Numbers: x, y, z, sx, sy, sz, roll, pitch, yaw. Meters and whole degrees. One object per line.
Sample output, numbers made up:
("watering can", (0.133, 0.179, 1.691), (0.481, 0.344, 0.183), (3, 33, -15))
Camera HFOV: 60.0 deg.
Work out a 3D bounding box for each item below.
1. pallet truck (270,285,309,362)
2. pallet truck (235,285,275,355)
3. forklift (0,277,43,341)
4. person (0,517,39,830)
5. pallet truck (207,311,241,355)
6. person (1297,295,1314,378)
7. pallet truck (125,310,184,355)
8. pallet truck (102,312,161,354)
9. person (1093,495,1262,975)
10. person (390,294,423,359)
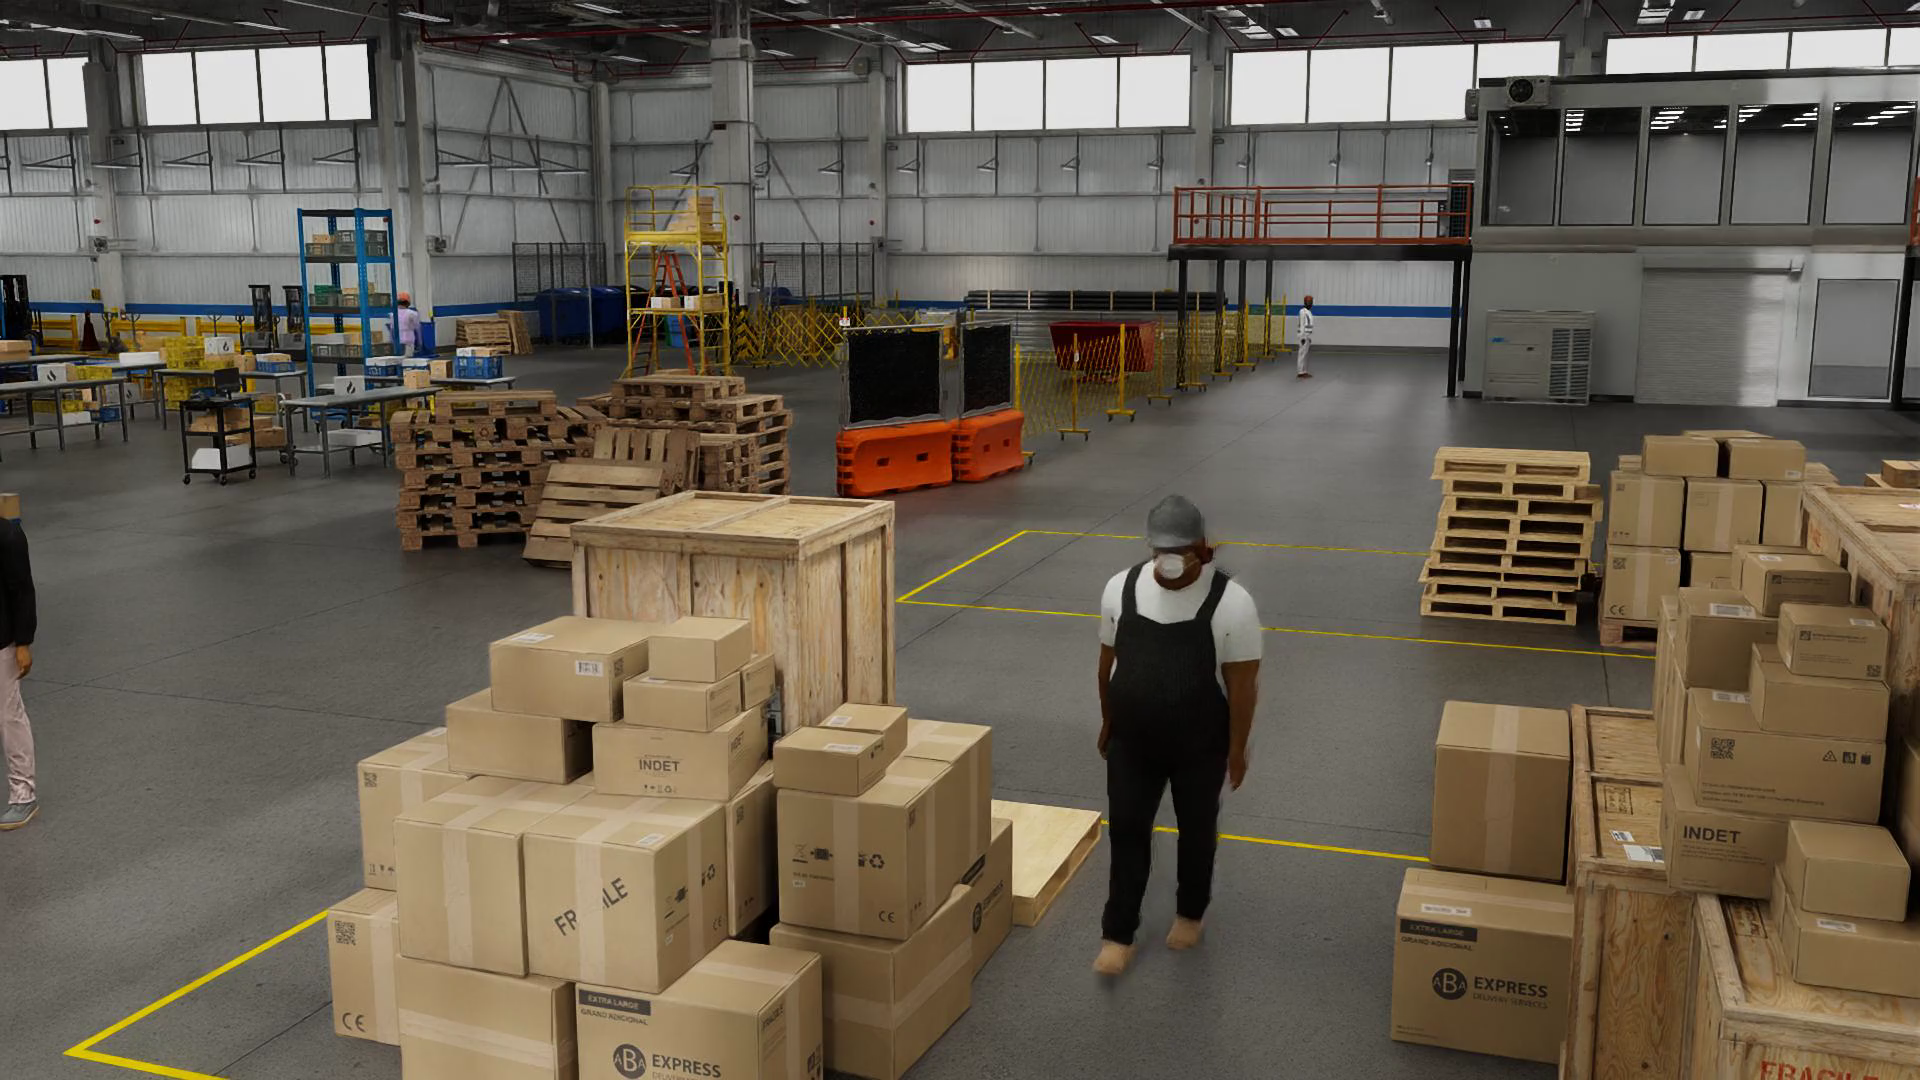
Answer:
("pallet truck", (-17.147, -5.700, 43.663), (0.823, 1.965, 1.885), (3, 11, 17))
("pallet truck", (-18.327, -5.835, 44.421), (0.823, 1.965, 1.885), (4, 11, 23))
("forklift", (-27.151, -6.329, 46.328), (1.157, 1.987, 2.680), (3, 11, 17))
("person", (-5.115, 0.521, 8.633), (0.622, 1.993, 0.382), (1, 10, 4))
("pallet truck", (-19.537, -5.575, 44.913), (0.653, 1.274, 1.630), (3, 11, 19))
("person", (7.890, -4.634, 37.971), (0.354, 1.886, 0.572), (5, 11, 25))
("pallet truck", (-22.038, -5.665, 45.457), (0.704, 1.261, 1.522), (3, 11, 17))
("pallet truck", (-23.057, -5.777, 46.261), (0.680, 1.201, 1.601), (3, 11, 19))
("person", (0.855, 0.804, 6.912), (0.711, 2.000, 0.885), (4, 11, 21))
("person", (-11.859, -4.280, 35.697), (0.640, 1.986, 1.035), (0, 10, -1))
